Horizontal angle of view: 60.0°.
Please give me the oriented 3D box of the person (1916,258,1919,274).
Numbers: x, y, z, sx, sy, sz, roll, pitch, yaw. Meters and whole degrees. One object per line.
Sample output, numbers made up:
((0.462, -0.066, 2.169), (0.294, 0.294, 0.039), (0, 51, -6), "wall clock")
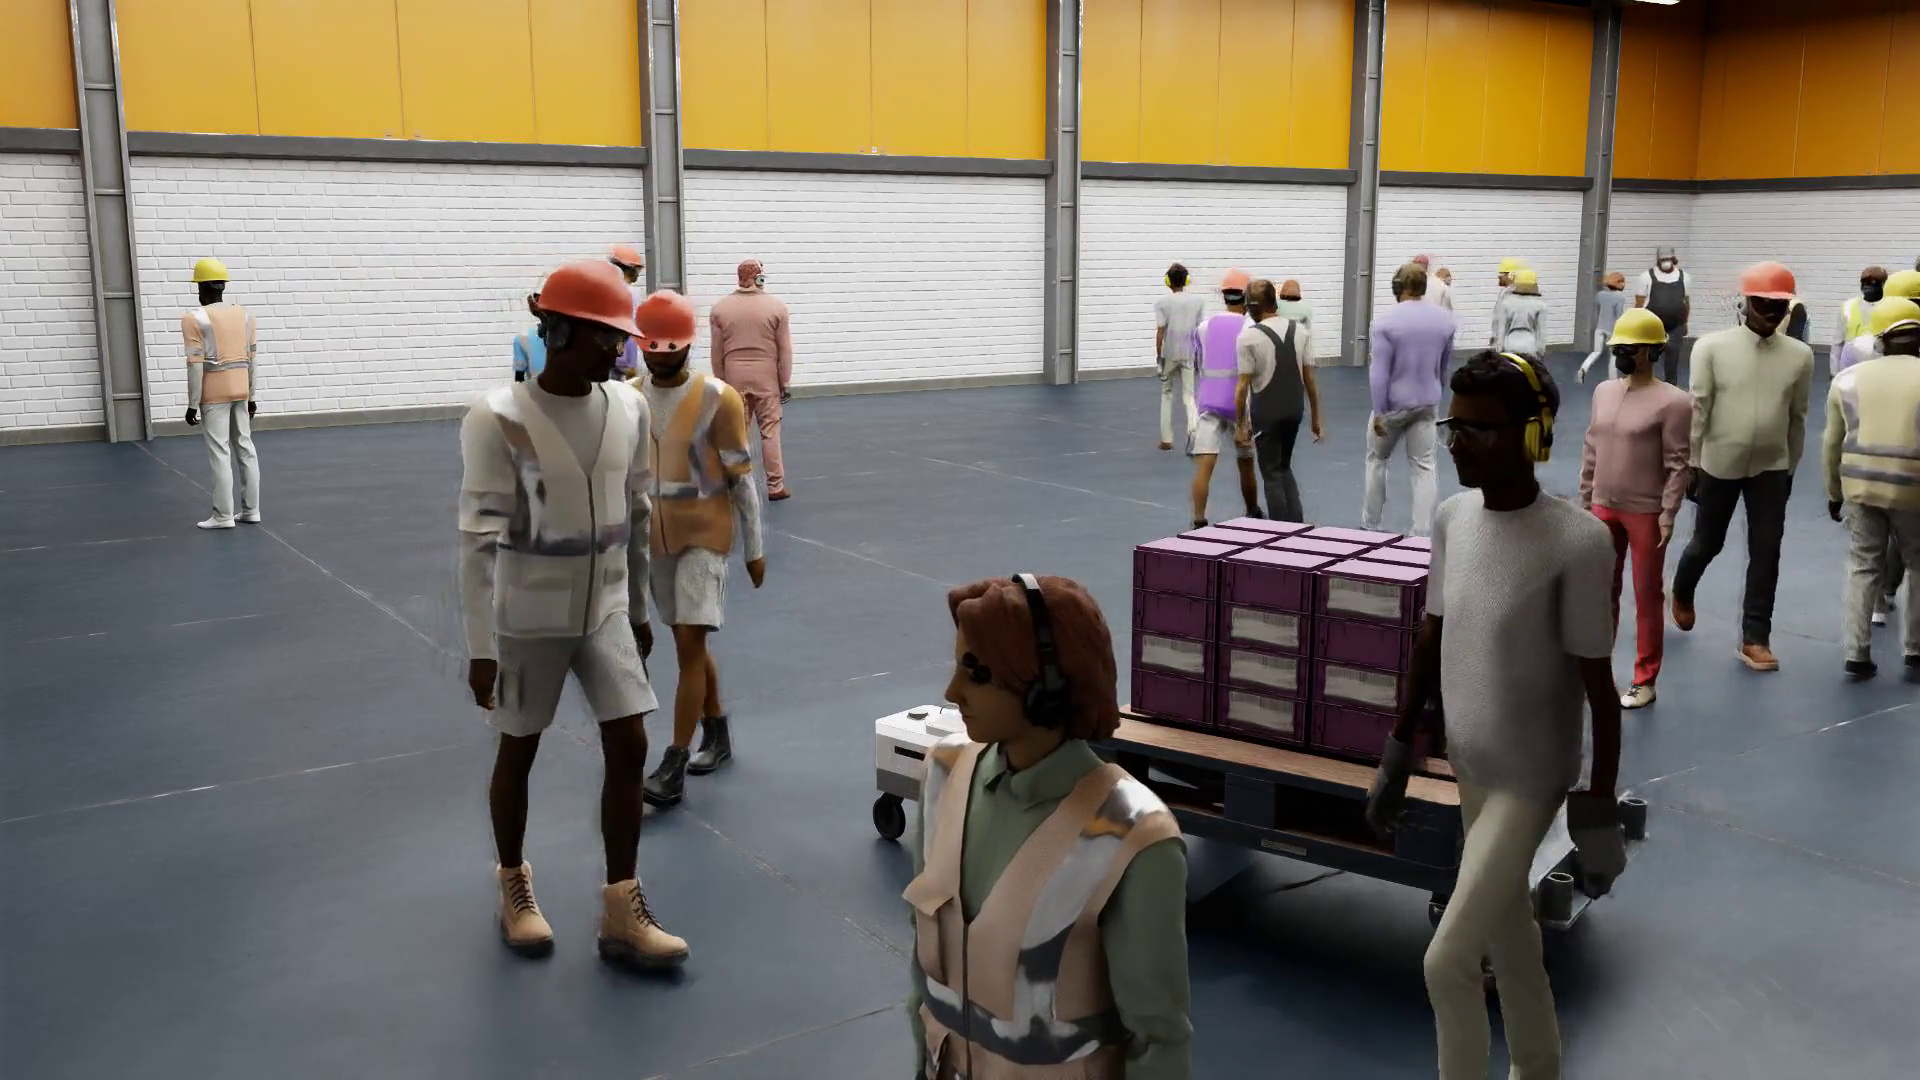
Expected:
((10.451, -2.165, 18.087), (0.653, 1.904, 0.875), (9, 14, 41), "person")

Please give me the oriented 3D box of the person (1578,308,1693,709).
((2.961, -0.139, 7.387), (0.319, 1.769, 0.523), (-6, 12, -29), "person")

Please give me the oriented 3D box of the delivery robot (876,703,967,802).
((0.046, 0.741, 5.627), (0.707, 0.478, 0.477), (9, 14, 41), "delivery robot")

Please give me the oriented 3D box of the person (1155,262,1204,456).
((2.114, -1.731, 15.936), (0.510, 1.844, 0.820), (-1, 10, -5), "person")

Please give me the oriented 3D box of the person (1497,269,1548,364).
((6.061, -2.050, 17.943), (0.509, 1.729, 0.371), (6, 12, 30), "person")

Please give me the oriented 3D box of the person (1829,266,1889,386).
((7.841, -1.450, 14.403), (0.547, 1.823, 0.637), (-8, 13, -38), "person")

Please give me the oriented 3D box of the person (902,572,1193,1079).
((0.110, 0.845, 2.351), (0.314, 1.636, 0.515), (-8, 13, -39), "person")

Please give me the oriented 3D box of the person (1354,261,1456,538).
((2.931, -0.874, 11.023), (0.633, 1.908, 0.832), (-2, 11, -12), "person")

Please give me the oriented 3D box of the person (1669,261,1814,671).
((3.854, -0.395, 8.240), (0.615, 1.966, 0.846), (1, 10, 5), "person")

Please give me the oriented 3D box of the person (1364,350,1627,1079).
((1.055, 0.526, 3.511), (0.744, 1.842, 0.551), (-3, 11, -15), "person")

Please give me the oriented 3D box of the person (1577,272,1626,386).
((8.842, -2.870, 22.812), (0.710, 1.605, 0.508), (-7, 12, -32), "person")

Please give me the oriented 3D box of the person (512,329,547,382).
((-3.140, -1.078, 12.834), (0.552, 1.648, 0.868), (-1, 10, -5), "person")

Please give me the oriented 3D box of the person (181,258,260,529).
((-5.273, -1.036, 11.866), (0.369, 1.927, 0.588), (5, 11, 25), "person")

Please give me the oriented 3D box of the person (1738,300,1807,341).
((7.346, -1.571, 15.177), (0.956, 1.795, 0.635), (-9, 14, -41), "person")

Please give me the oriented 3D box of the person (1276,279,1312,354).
((3.797, -2.195, 19.111), (0.507, 1.605, 0.750), (1, 10, 5), "person")

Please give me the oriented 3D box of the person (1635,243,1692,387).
((9.260, -2.936, 21.969), (0.686, 2.000, 0.829), (2, 10, 9), "person")

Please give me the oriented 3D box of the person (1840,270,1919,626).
((5.080, -0.515, 9.112), (0.613, 1.890, 0.884), (3, 11, 17), "person")

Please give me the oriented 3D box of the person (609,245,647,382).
((-2.994, -1.682, 15.226), (0.628, 1.986, 1.047), (10, 14, 44), "person")

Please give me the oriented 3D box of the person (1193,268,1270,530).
((1.835, -0.893, 11.277), (0.531, 1.859, 1.069), (6, 12, 32), "person")

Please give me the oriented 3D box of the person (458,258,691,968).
((-1.079, 0.232, 4.676), (0.681, 2.002, 0.839), (-9, 14, -42), "person")

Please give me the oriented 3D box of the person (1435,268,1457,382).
((6.913, -3.090, 23.931), (0.501, 1.633, 0.279), (9, 14, 41), "person")

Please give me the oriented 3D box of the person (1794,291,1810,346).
((8.002, -1.686, 16.274), (0.522, 1.623, 0.442), (6, 12, 32), "person")

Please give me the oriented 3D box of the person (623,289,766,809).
((-1.077, 0.024, 6.178), (0.550, 1.881, 0.889), (4, 11, 20), "person")

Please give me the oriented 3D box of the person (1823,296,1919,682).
((4.400, -0.232, 7.798), (0.637, 1.796, 0.599), (10, 14, 43), "person")

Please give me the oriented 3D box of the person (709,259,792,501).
((-1.632, -1.253, 13.128), (0.642, 1.903, 0.399), (1, 10, 6), "person")

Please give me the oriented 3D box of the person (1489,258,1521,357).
((6.604, -2.531, 20.384), (0.778, 1.801, 0.629), (0, 10, 2), "person")

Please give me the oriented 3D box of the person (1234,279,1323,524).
((2.016, -0.750, 10.605), (0.590, 1.810, 0.433), (-4, 11, -21), "person")

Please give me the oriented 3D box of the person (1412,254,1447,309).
((5.677, -2.598, 20.630), (0.640, 1.856, 0.994), (-2, 10, -10), "person")
